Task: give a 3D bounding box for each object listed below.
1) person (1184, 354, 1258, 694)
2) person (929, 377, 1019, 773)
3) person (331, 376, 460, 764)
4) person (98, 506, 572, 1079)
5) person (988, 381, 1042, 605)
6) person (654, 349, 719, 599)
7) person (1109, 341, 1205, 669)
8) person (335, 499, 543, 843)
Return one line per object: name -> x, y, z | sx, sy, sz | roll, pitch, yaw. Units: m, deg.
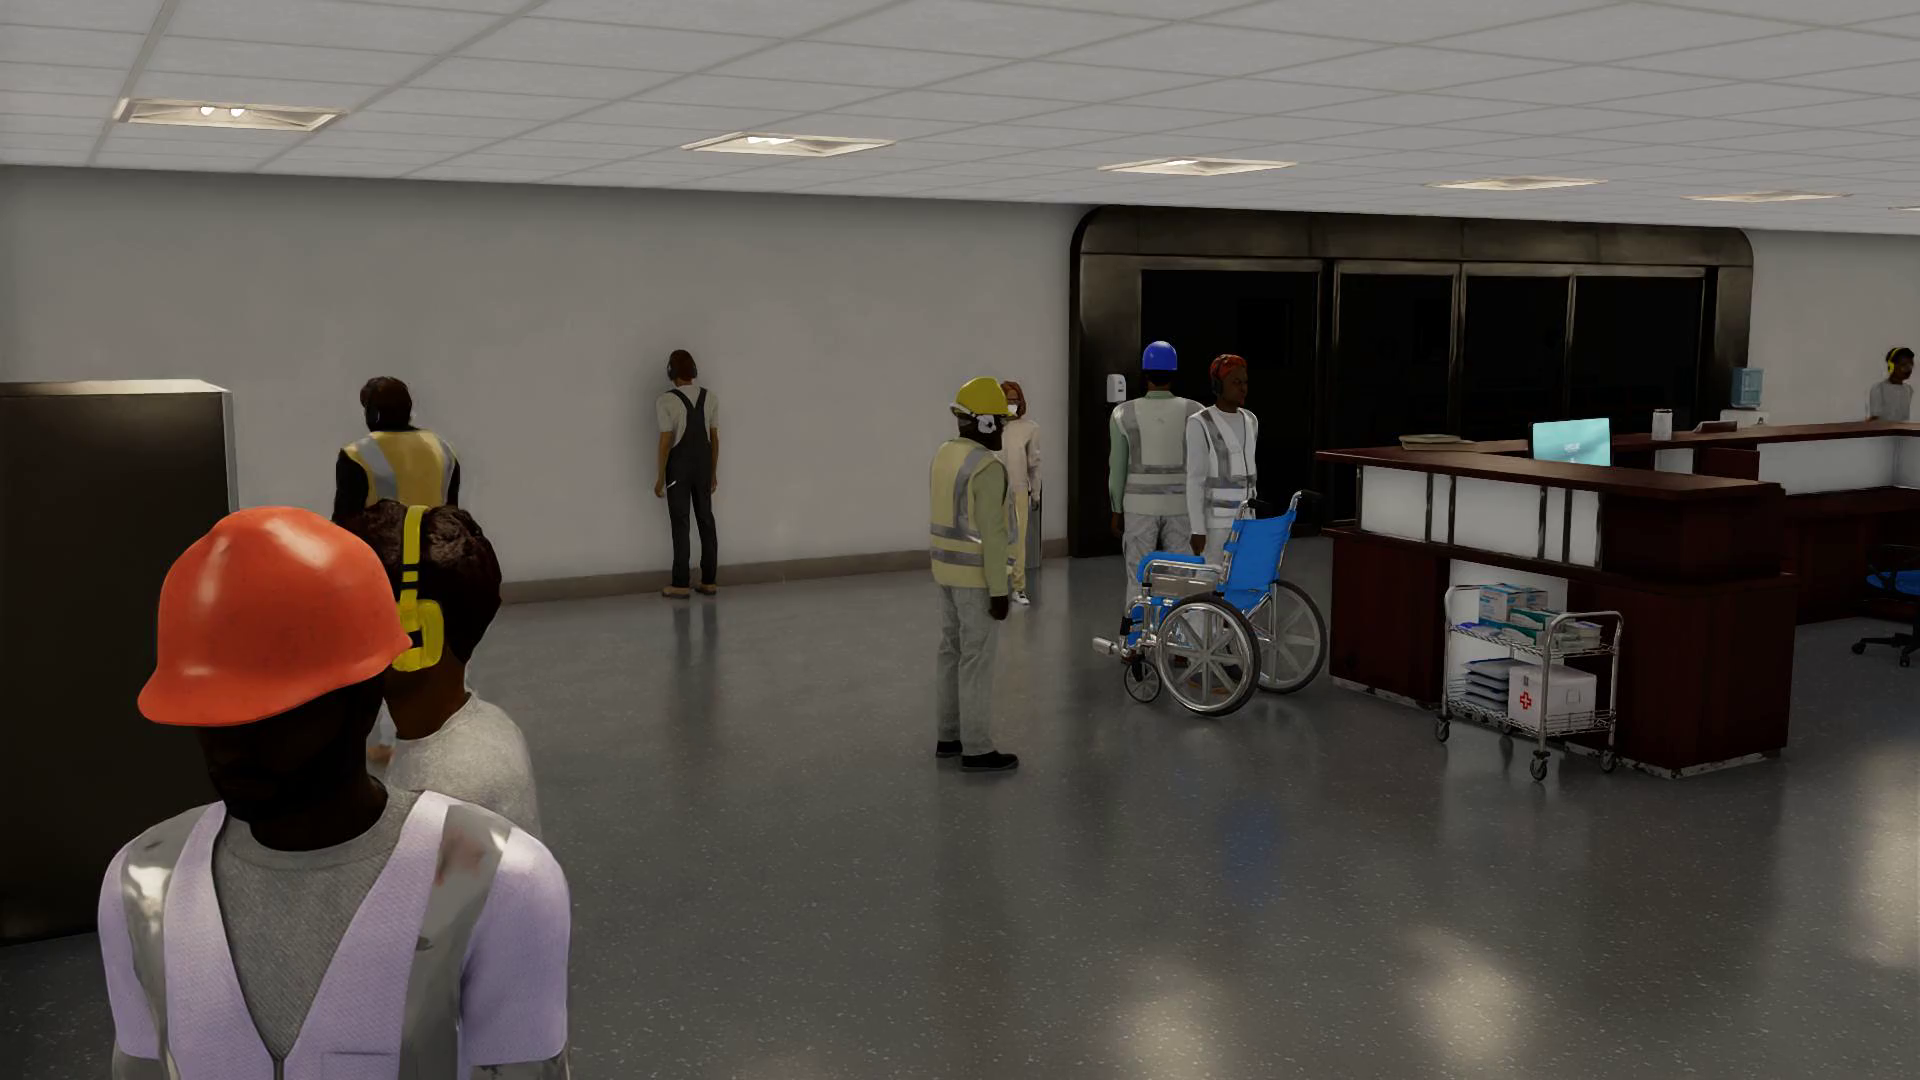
person -> 1.484, -0.094, 9.323 | 0.584, 1.882, 0.347 | -8, 11, -44
person -> 0.071, 0.158, 7.728 | 0.403, 1.824, 0.596 | -4, 9, -26
person -> -2.615, 0.153, 7.742 | 0.451, 1.827, 0.634 | 5, 9, 31
person -> -0.695, 0.917, 1.867 | 0.539, 1.929, 0.384 | 1, 8, 5
person -> 0.337, -0.331, 11.983 | 0.505, 1.628, 0.286 | -1, 8, -7
person -> -2.017, -0.483, 12.289 | 0.504, 1.839, 0.344 | -6, 10, -38
person -> 1.177, -0.199, 9.846 | 0.604, 1.949, 0.384 | 0, 8, -1
person -> -0.748, 0.870, 2.396 | 0.322, 1.871, 0.531 | -2, 8, -17
